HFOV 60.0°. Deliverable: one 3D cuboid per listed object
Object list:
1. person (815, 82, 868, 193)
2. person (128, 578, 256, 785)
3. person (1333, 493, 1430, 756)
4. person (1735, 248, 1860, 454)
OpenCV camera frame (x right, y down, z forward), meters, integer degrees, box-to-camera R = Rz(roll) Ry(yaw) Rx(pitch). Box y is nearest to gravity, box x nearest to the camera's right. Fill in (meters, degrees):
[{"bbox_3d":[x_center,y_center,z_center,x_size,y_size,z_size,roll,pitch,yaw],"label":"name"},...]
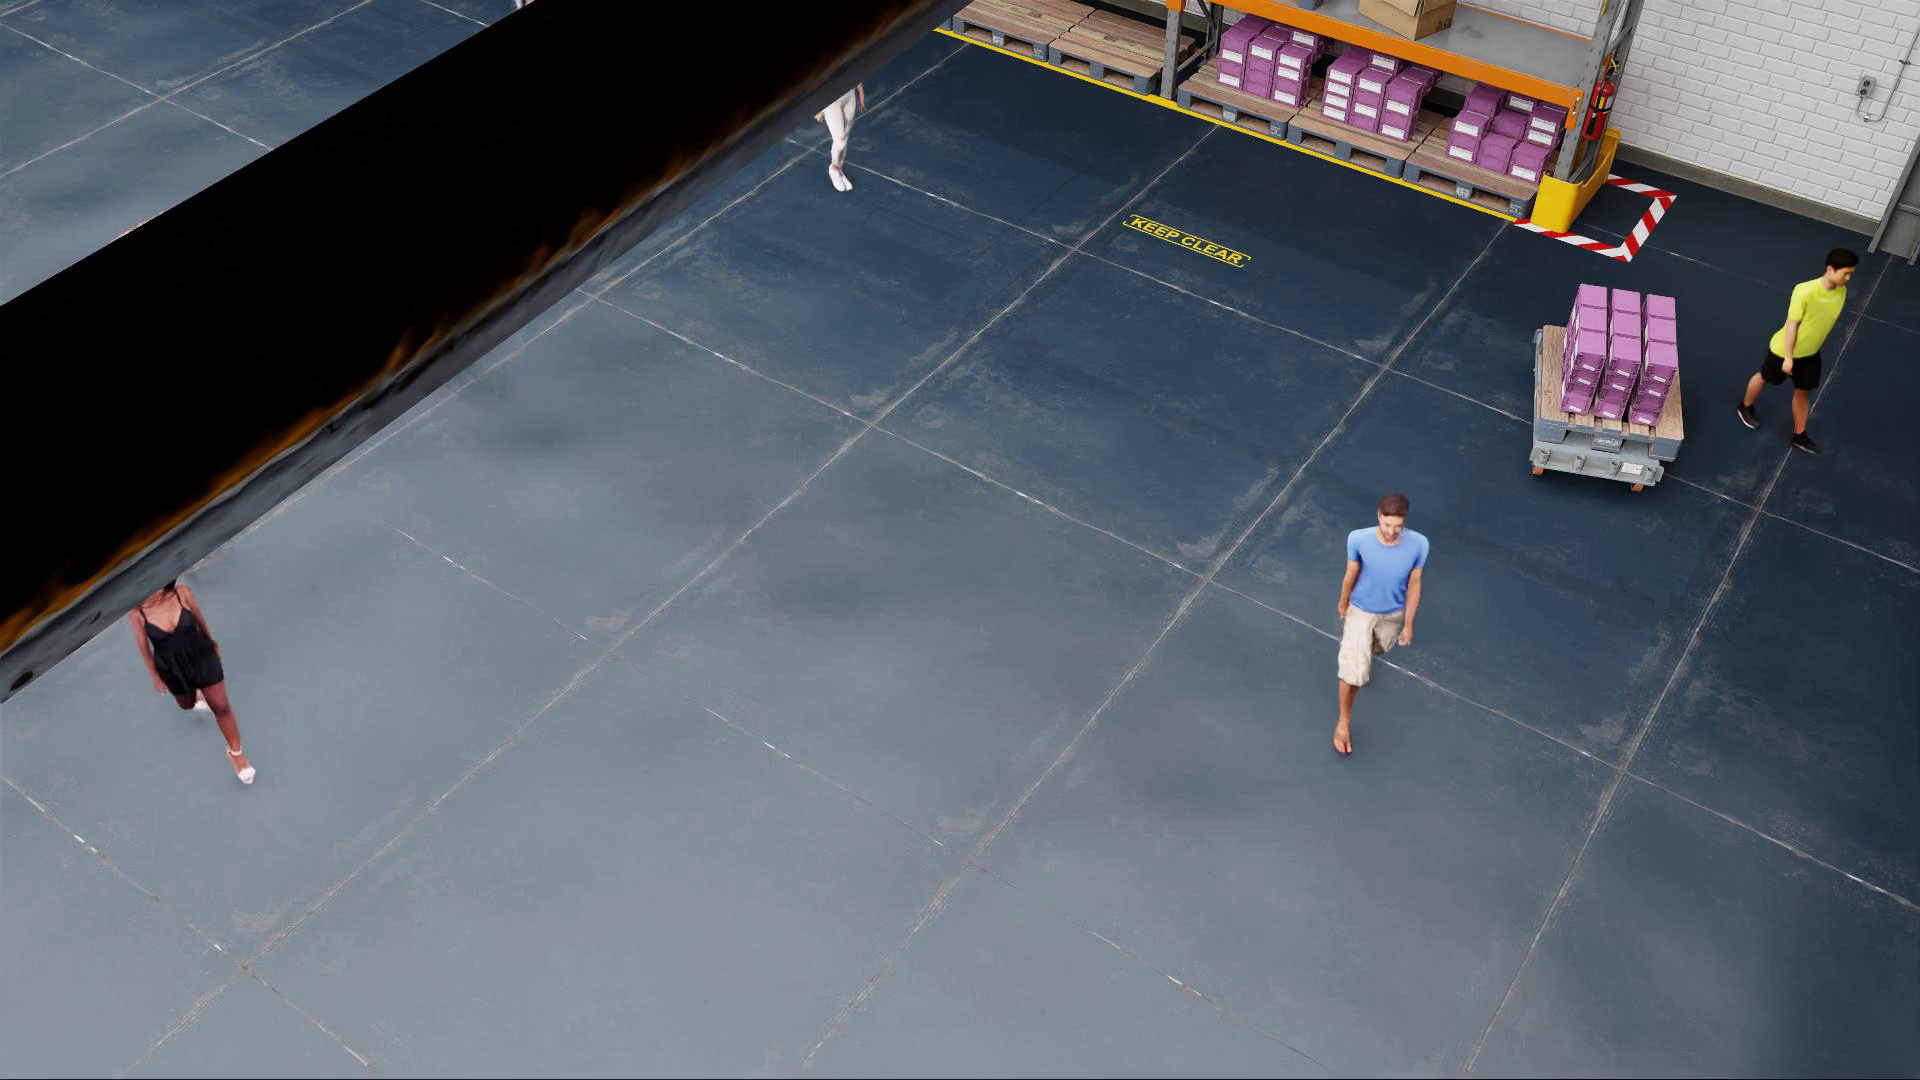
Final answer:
[{"bbox_3d":[-1.145,-3.992,15.070,0.685,1.716,0.654,-31,51,-28],"label":"person"},{"bbox_3d":[-4.717,0.709,10.102,0.822,1.763,1.127,-25,49,-24],"label":"person"},{"bbox_3d":[2.609,0.360,10.414,1.218,1.837,1.107,3,44,3],"label":"person"},{"bbox_3d":[6.228,-1.510,12.495,0.974,1.674,1.066,-10,44,-10],"label":"person"}]
